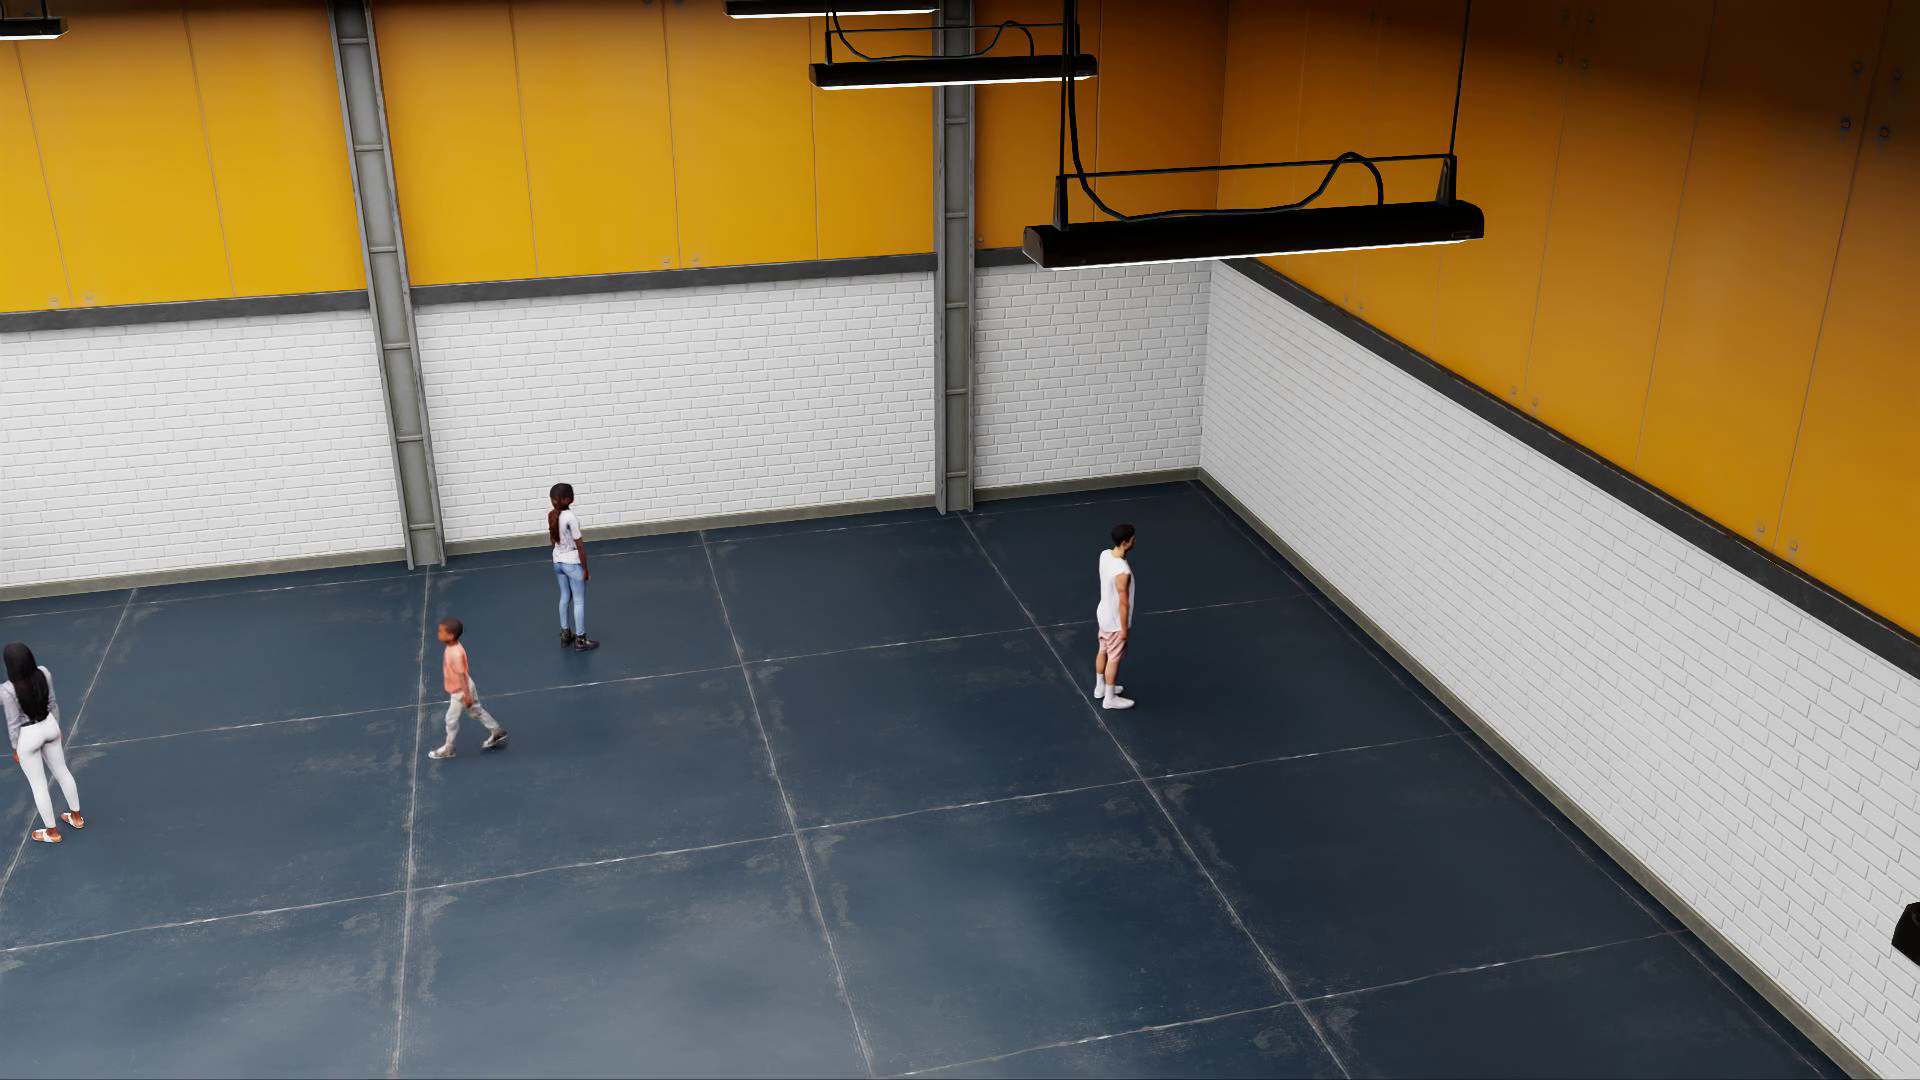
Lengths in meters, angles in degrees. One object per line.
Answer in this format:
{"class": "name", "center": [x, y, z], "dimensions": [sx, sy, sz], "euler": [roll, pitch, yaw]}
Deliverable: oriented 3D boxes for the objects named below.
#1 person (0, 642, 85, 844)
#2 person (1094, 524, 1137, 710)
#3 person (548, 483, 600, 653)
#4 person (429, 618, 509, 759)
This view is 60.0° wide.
{"class": "person", "center": [-7.273, 1.570, 13.119], "dimensions": [0.711, 1.725, 0.672], "euler": [10, 26, 22]}
{"class": "person", "center": [1.392, 0.682, 15.079], "dimensions": [0.538, 1.782, 0.620], "euler": [-7, 25, -16]}
{"class": "person", "center": [-3.794, 0.244, 16.159], "dimensions": [0.664, 1.719, 0.692], "euler": [18, 29, 35]}
{"class": "person", "center": [-4.240, 1.263, 14.358], "dimensions": [0.911, 1.295, 0.539], "euler": [-8, 25, -17]}
